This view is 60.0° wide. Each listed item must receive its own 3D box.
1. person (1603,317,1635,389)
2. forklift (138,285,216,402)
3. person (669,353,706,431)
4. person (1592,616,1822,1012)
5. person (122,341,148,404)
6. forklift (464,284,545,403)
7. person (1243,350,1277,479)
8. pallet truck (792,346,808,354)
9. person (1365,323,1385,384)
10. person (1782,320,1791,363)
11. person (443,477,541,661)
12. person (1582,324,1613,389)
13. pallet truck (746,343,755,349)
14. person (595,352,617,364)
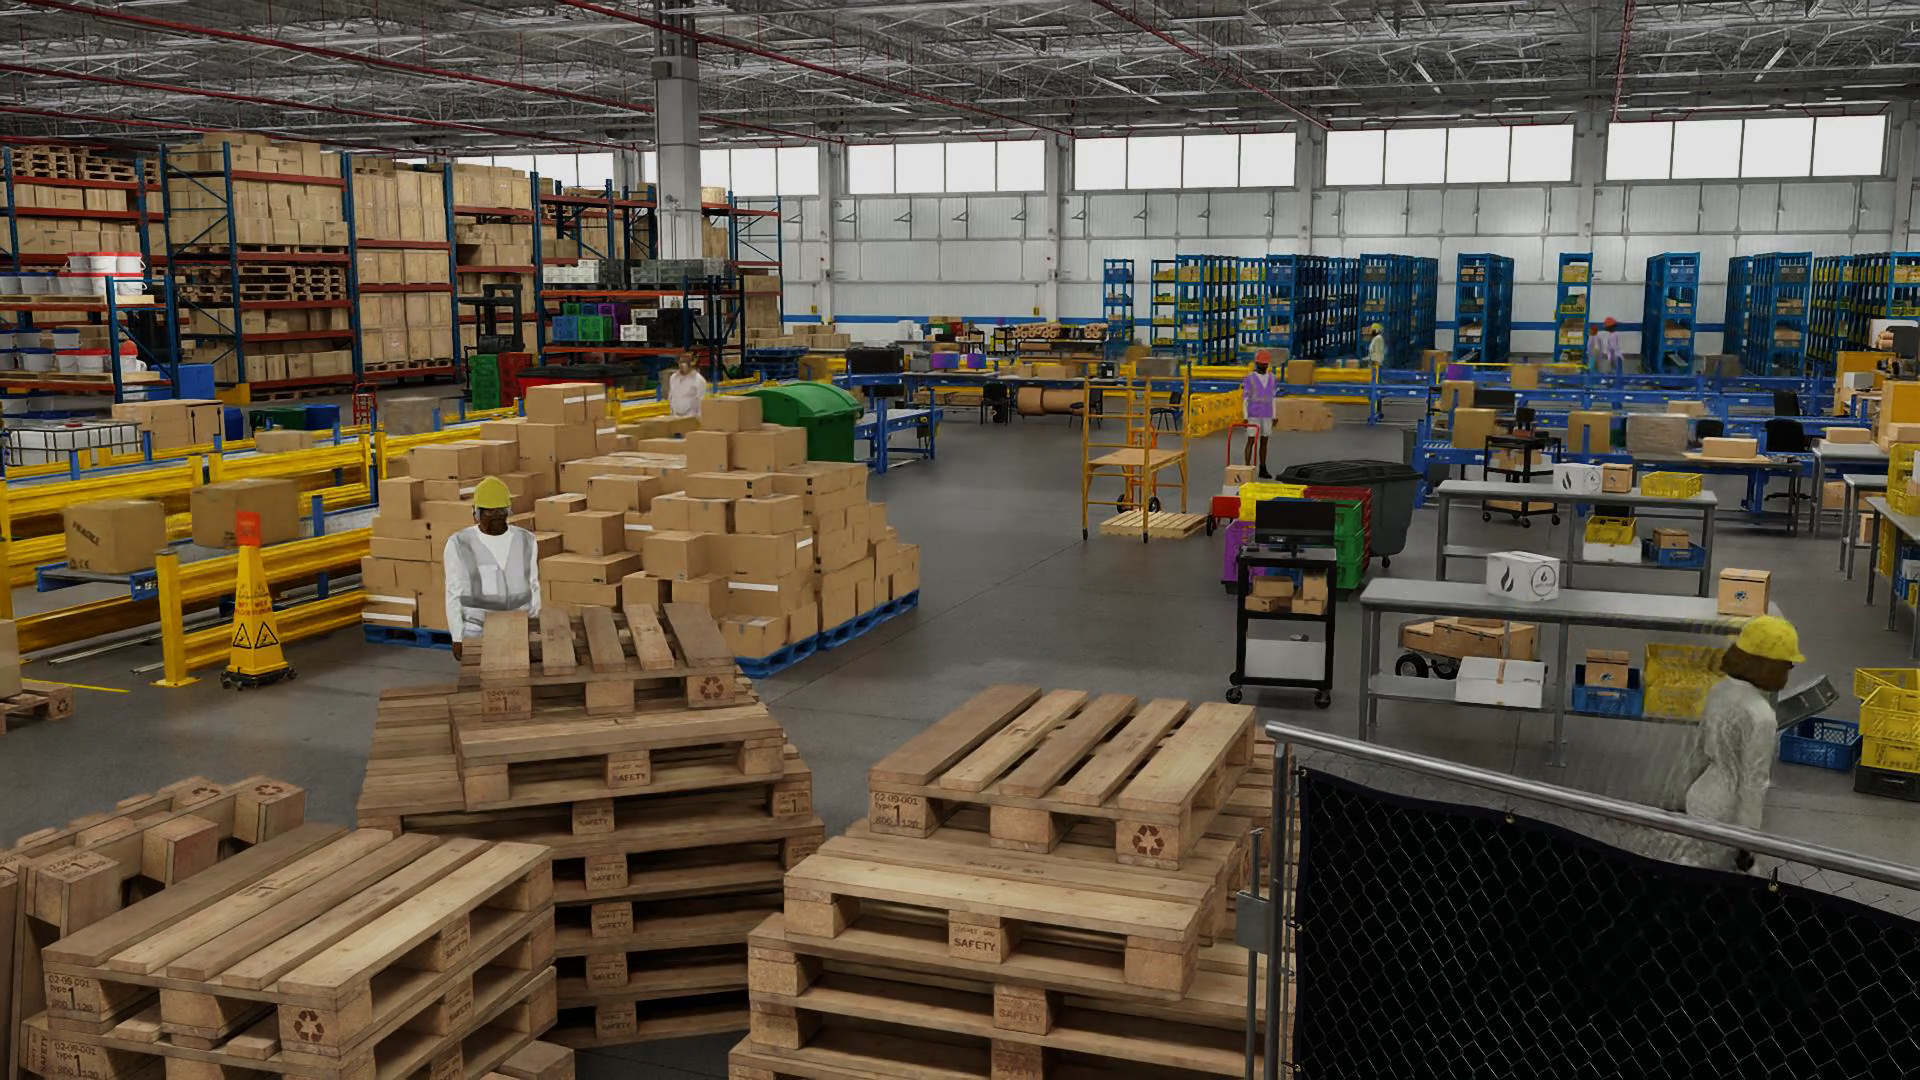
[{"bbox_3d":[16.115,-4.452,40.799,0.751,2.012,0.631,6,11,32],"label":"person"},{"bbox_3d":[-17.480,-4.200,36.461,1.873,2.768,1.129,3,10,19],"label":"forklift"},{"bbox_3d":[-4.060,-1.817,24.599,0.667,1.887,0.434,5,10,29],"label":"person"},{"bbox_3d":[3.065,1.120,6.798,0.905,1.685,0.537,1,9,9],"label":"person"},{"bbox_3d":[-14.094,-2.429,28.329,0.542,1.927,0.382,-9,13,-43],"label":"person"},{"bbox_3d":[-10.832,-4.702,39.610,1.129,2.768,1.873,3,10,20],"label":"forklift"},{"bbox_3d":[4.477,-1.863,24.745,0.550,1.933,0.374,-3,9,-17],"label":"person"},{"bbox_3d":[-3.705,-4.298,42.022,0.653,1.274,1.630,3,10,20],"label":"pallet truck"},{"bbox_3d":[10.563,-4.641,42.603,0.766,1.803,0.598,0,9,0],"label":"person"},{"bbox_3d":[23.136,-5.393,46.871,0.628,1.964,0.779,-8,12,-40],"label":"person"},{"bbox_3d":[-2.795,0.530,10.036,0.588,1.833,0.404,-7,11,-36],"label":"person"},{"bbox_3d":[15.911,-4.484,41.592,0.884,1.818,0.569,3,10,19],"label":"person"},{"bbox_3d":[-6.183,-4.618,44.264,1.601,1.201,0.680,-9,12,-43],"label":"pallet truck"},{"bbox_3d":[-9.491,-4.954,44.326,0.648,1.880,0.782,6,11,35],"label":"person"}]
